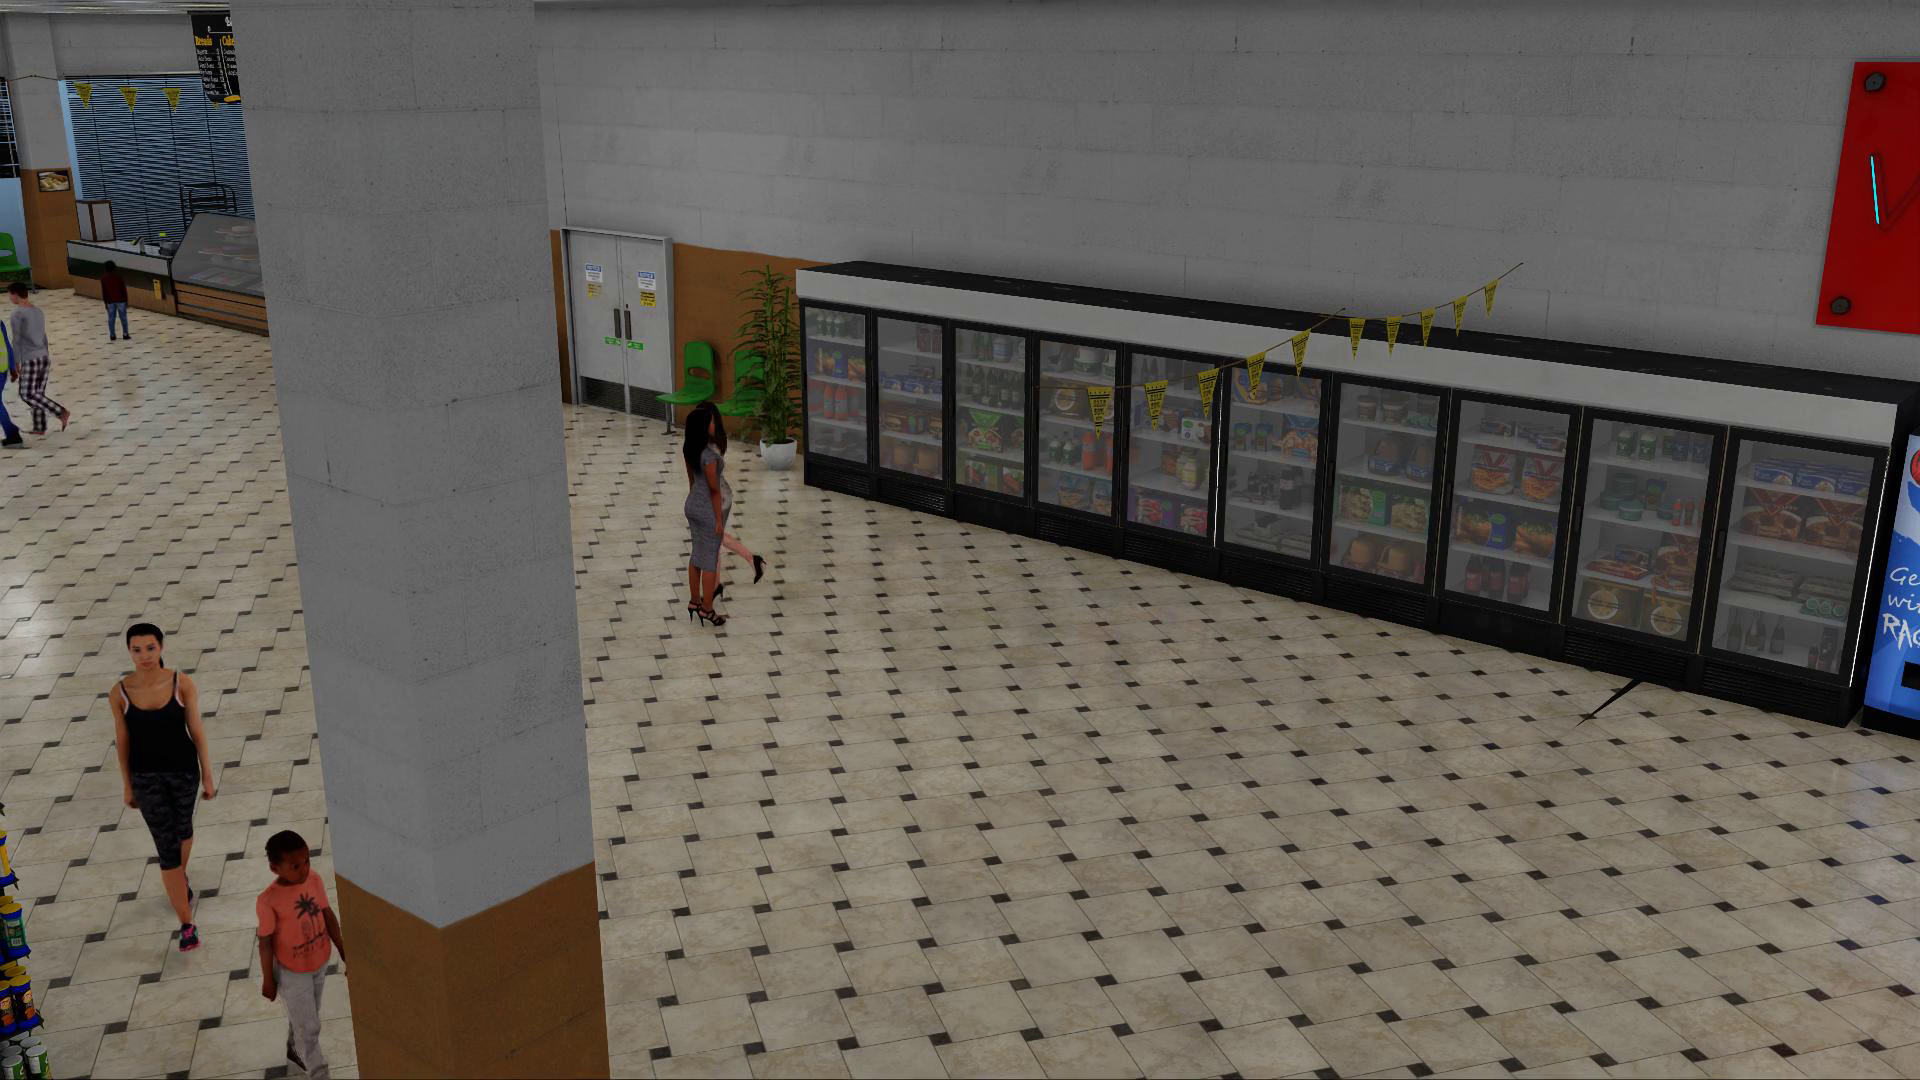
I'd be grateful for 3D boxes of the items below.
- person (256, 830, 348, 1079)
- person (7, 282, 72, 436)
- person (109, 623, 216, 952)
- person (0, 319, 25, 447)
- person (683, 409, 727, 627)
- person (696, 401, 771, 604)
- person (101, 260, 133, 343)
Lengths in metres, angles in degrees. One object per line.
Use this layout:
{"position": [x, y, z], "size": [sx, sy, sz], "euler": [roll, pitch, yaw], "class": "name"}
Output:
{"position": [-2.998, 1.876, 7.481], "size": [0.651, 1.279, 0.814], "euler": [10, 19, 29], "class": "person"}
{"position": [-10.897, -2.116, 19.698], "size": [0.988, 1.820, 0.991], "euler": [2, 17, 7], "class": "person"}
{"position": [-4.216, 1.250, 8.854], "size": [1.138, 1.680, 0.931], "euler": [-9, 19, -27], "class": "person"}
{"position": [-11.167, -1.947, 19.212], "size": [0.795, 1.778, 1.010], "euler": [12, 21, 35], "class": "person"}
{"position": [-2.075, -0.183, 13.405], "size": [0.574, 1.779, 0.602], "euler": [-14, 22, -39], "class": "person"}
{"position": [-1.962, -0.300, 13.870], "size": [0.955, 1.732, 0.890], "euler": [-1, 17, -5], "class": "person"}
{"position": [-13.216, -3.739, 26.020], "size": [0.562, 1.253, 0.640], "euler": [-5, 17, -15], "class": "person"}
